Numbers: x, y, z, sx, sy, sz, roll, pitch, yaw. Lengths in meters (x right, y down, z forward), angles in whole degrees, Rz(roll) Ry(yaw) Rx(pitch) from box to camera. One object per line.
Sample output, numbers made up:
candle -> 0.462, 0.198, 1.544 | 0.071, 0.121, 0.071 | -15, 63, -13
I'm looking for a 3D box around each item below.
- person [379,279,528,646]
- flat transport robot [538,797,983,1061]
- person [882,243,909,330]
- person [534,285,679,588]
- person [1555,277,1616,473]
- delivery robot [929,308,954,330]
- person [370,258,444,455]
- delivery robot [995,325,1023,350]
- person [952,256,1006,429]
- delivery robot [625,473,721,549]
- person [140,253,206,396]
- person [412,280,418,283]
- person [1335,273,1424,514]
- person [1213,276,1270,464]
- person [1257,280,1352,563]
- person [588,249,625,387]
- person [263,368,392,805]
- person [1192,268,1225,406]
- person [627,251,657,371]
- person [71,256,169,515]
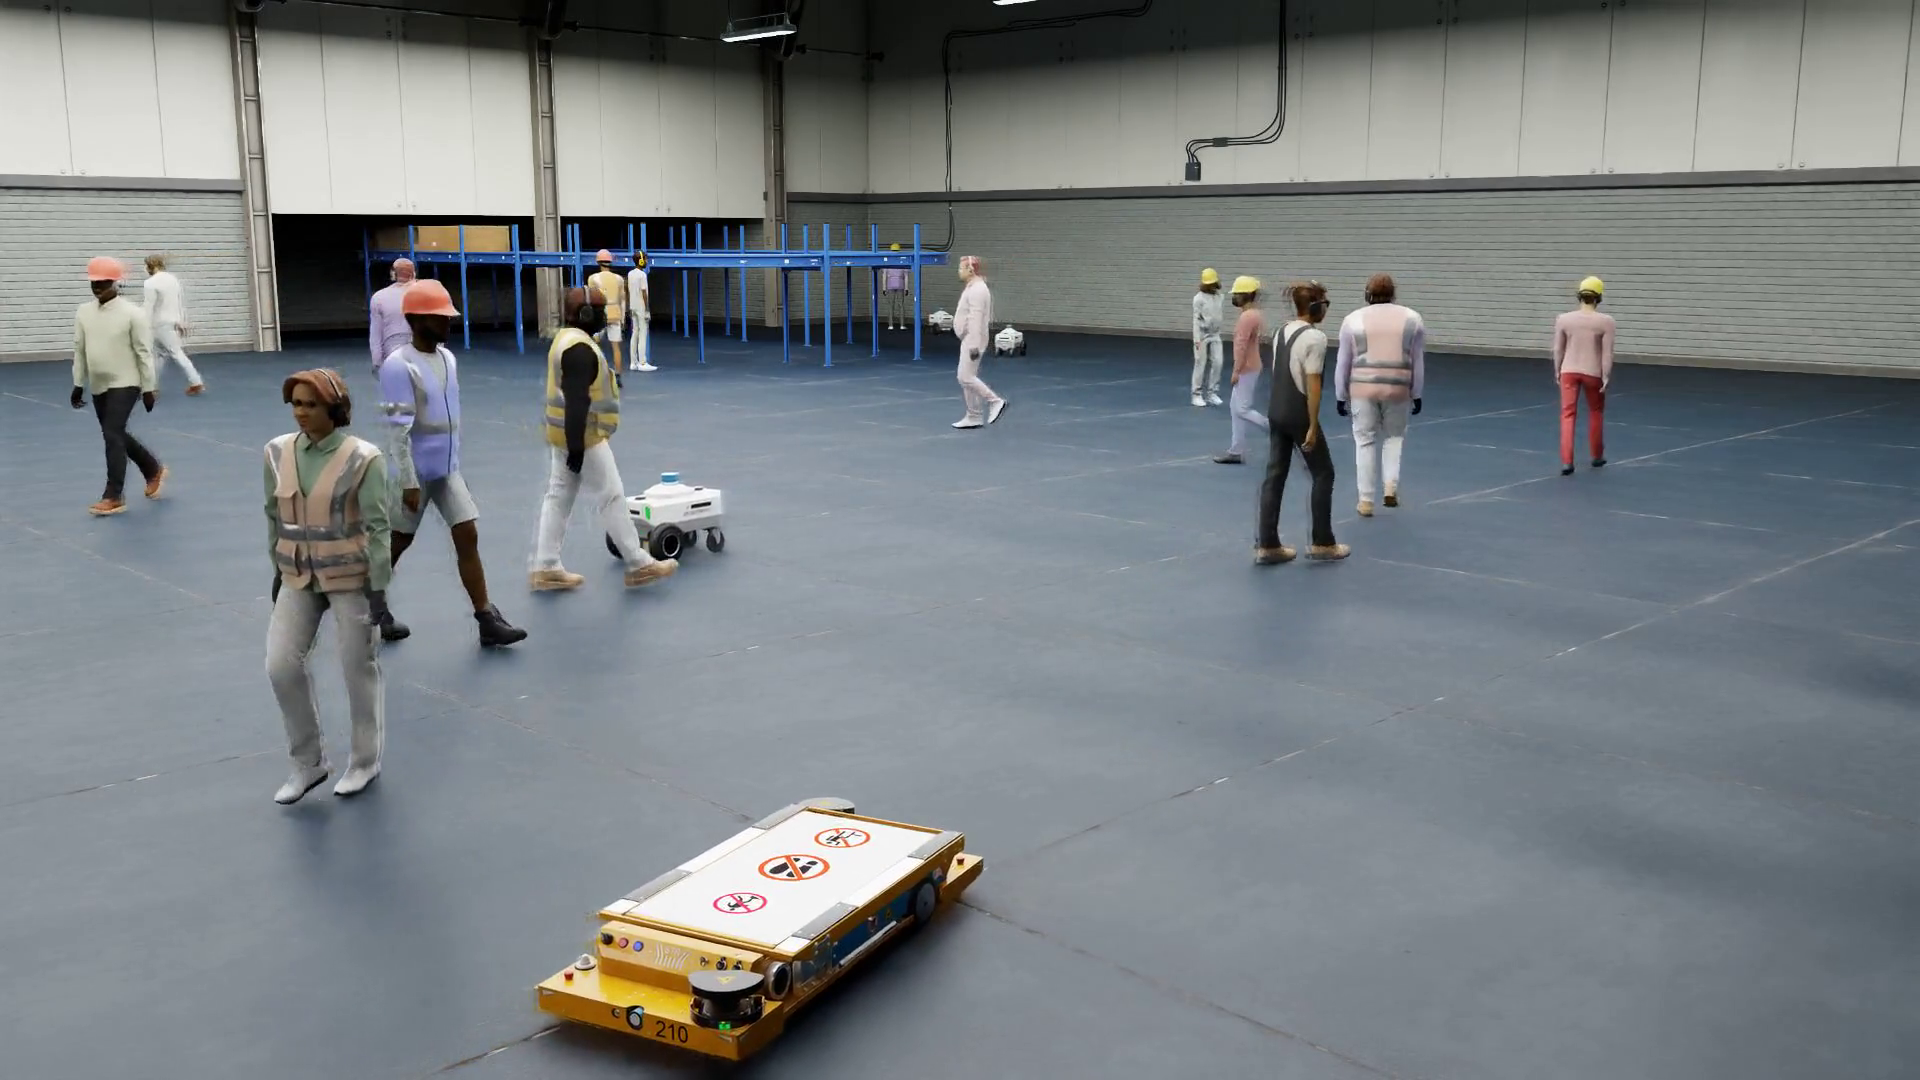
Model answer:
person -> -2.757, -0.387, 8.572 | 1.009, 1.889, 0.566 | 4, 11, 20
flat transport robot -> -0.532, 1.099, 4.980 | 0.652, 0.197, 1.431 | 5, 12, 26
person -> -1.443, -5.663, 37.231 | 0.589, 1.923, 0.383 | 0, 10, 1
person -> -2.154, -0.607, 9.967 | 0.933, 1.802, 0.646 | -4, 11, -21
person -> 5.633, -1.490, 14.998 | 0.531, 1.733, 0.838 | 6, 12, 30
delivery robot -> -0.398, -4.757, 35.881 | 0.477, 0.478, 0.707 | -4, 11, -21
person -> -5.243, -1.715, 15.781 | 0.681, 1.888, 0.546 | -4, 11, -23
delivery robot -> 0.863, -3.537, 29.232 | 0.477, 0.478, 0.707 | 3, 11, 16
person -> 0.177, -2.157, 18.201 | 0.506, 1.889, 0.665 | -1, 10, -4
delivery robot -> -1.925, -0.204, 11.053 | 0.477, 0.478, 0.707 | 8, 13, 36
person -> -10.494, -2.838, 21.973 | 1.063, 1.880, 0.632 | 1, 10, 4
person -> -5.949, -2.024, 18.198 | 0.519, 1.627, 0.372 | -4, 11, -22
person -> 3.178, -1.109, 12.655 | 0.661, 1.824, 0.457 | 1, 10, 7
person -> 2.712, -1.558, 15.331 | 0.654, 1.744, 0.524 | 2, 11, 13
person -> 2.257, -0.764, 10.794 | 0.755, 1.815, 0.533 | -5, 12, -27
person -> -5.012, -3.119, 23.407 | 0.584, 1.900, 0.883 | -7, 13, -34
person -> -2.366, 0.181, 6.156 | 0.551, 1.618, 0.537 | 2, 11, 11
person -> 3.050, -2.504, 20.587 | 0.499, 1.700, 0.527 | -5, 11, -25
person -> -5.036, -3.609, 26.175 | 0.309, 1.868, 0.534 | -9, 14, -41
person -> -6.531, -1.225, 12.939 | 0.614, 1.962, 0.929 | 3, 11, 17
